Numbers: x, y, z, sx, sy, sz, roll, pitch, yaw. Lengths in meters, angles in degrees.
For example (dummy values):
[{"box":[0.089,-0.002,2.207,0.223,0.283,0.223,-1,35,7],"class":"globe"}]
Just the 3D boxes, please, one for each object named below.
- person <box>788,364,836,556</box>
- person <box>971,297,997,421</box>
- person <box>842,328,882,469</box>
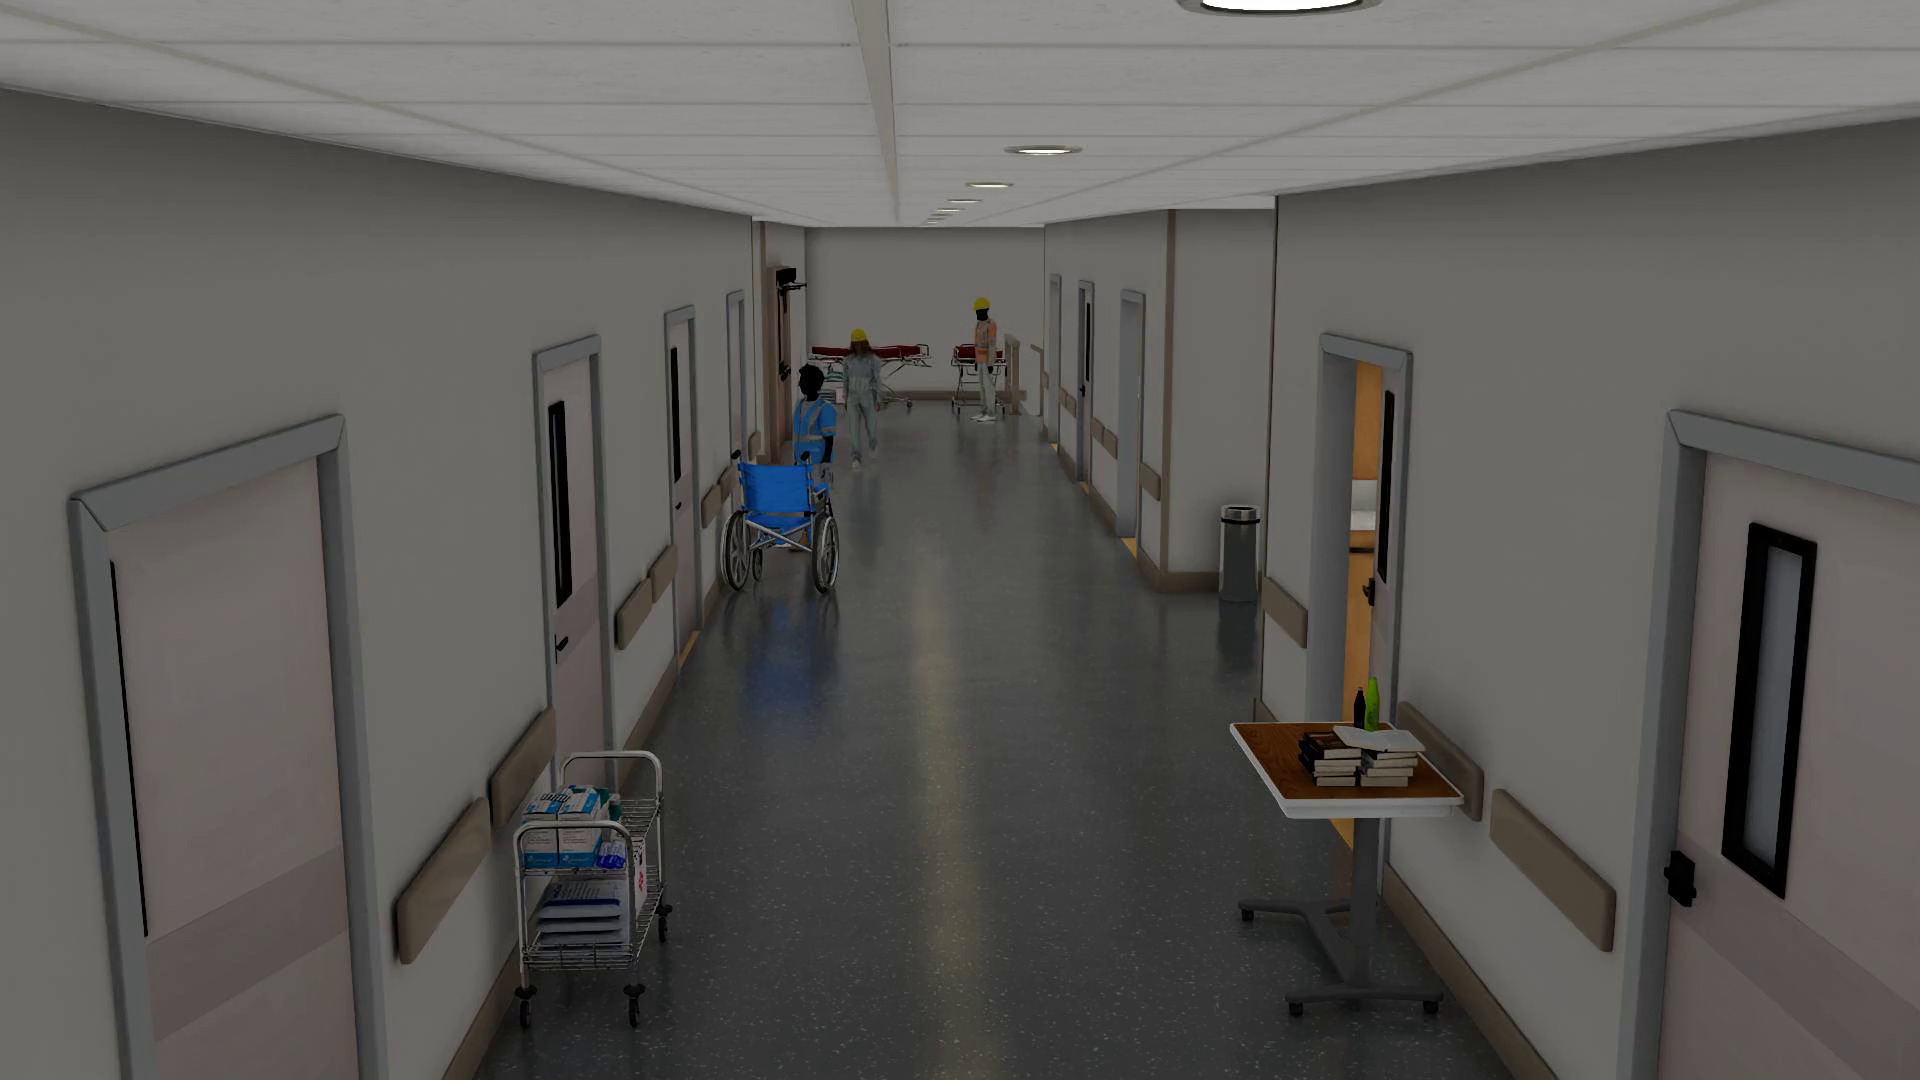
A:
[{"box":[-1.305,-0.705,14.745,0.319,1.697,0.532,-9,14,-42],"class":"person"},{"box":[0.368,-2.797,25.794,0.395,1.918,0.589,-4,11,-21],"class":"person"},{"box":[-1.203,-1.758,20.533,0.492,1.718,0.688,1,10,7],"class":"person"}]
